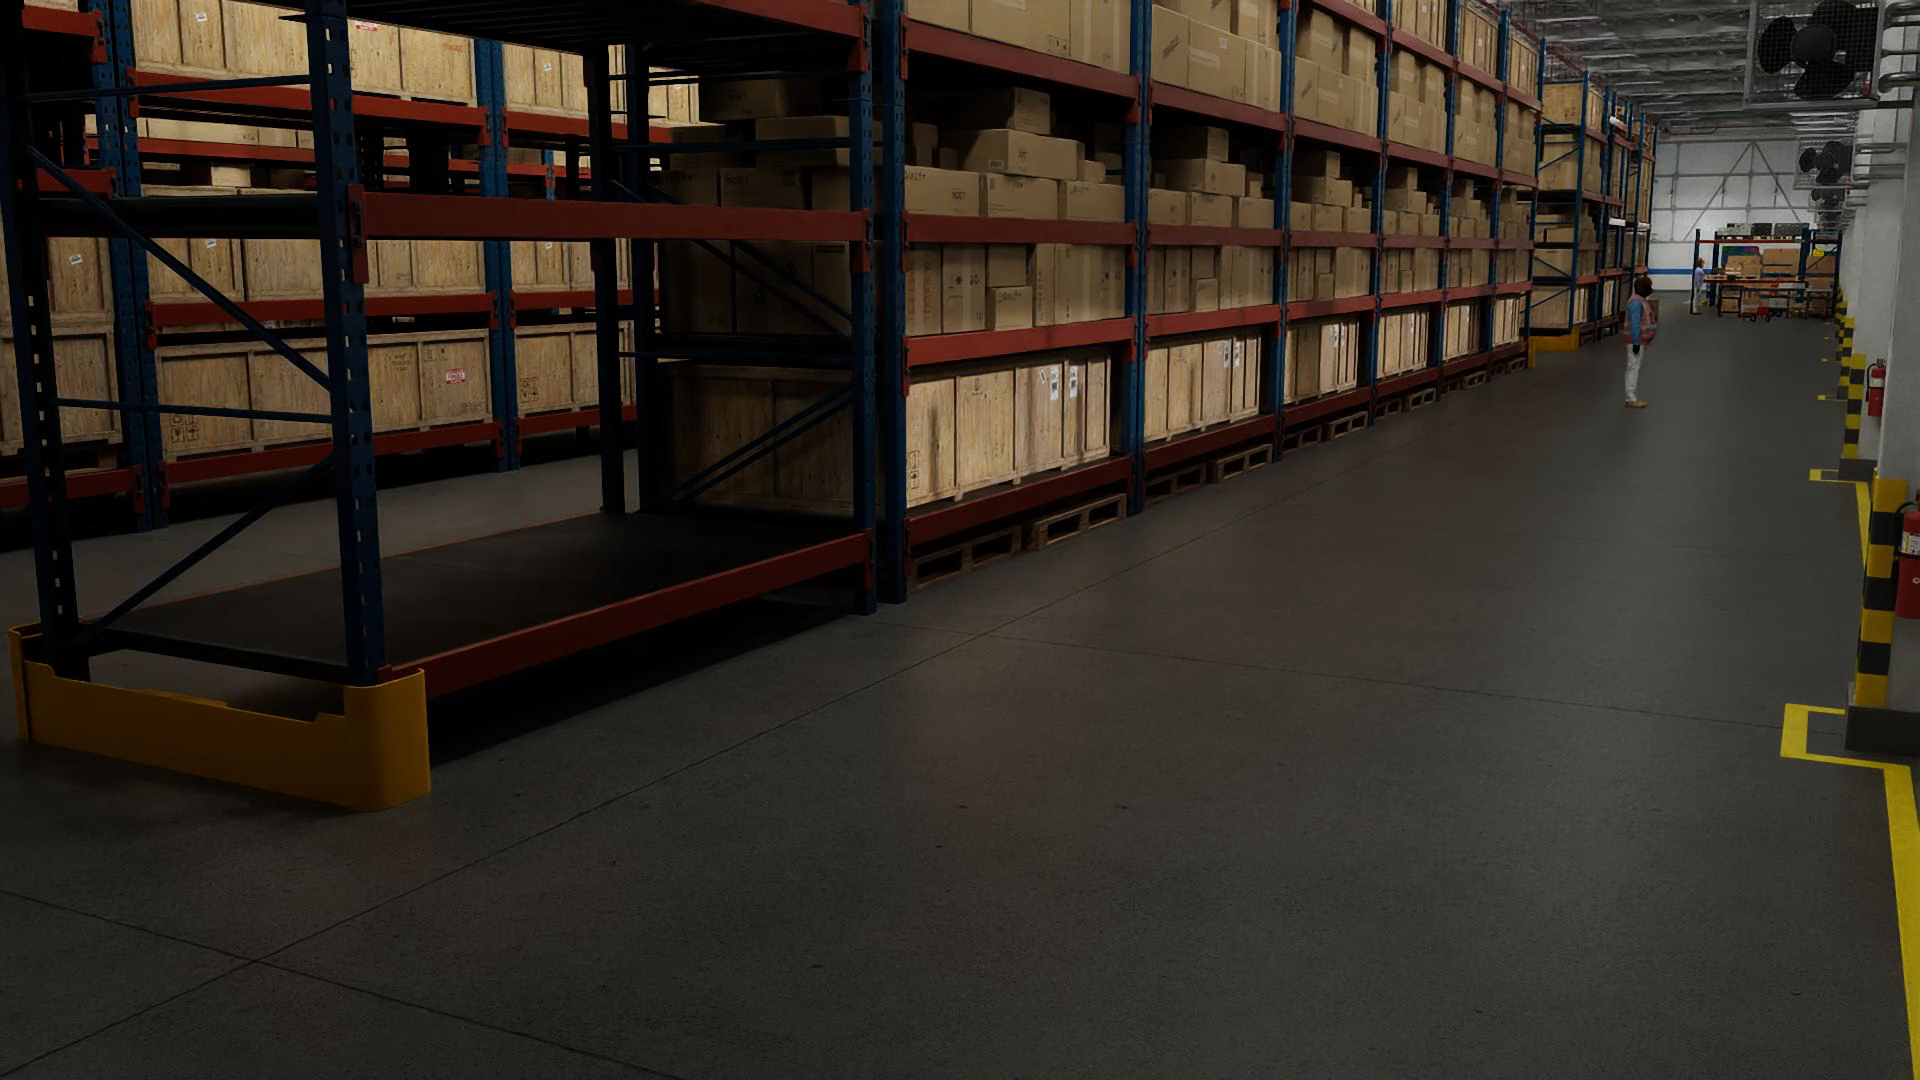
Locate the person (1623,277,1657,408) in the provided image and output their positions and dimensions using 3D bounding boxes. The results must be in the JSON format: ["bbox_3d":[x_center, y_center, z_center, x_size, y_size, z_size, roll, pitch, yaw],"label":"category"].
[{"bbox_3d":[9.582,-2.784,23.469,0.429,1.844,0.625,5,11,27],"label":"person"}]

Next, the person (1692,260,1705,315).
[{"bbox_3d":[25.864,-8.837,58.229,0.373,1.940,0.630,5,11,27],"label":"person"}]

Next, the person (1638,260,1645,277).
[{"bbox_3d":[33.706,-12.975,82.192,0.373,1.938,0.630,5,11,27],"label":"person"}]

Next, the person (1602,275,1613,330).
[{"bbox_3d":[18.279,-6.728,46.884,0.308,1.641,0.511,5,11,27],"label":"person"}]

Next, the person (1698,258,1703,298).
[{"bbox_3d":[35.607,-12.627,80.174,0.356,1.939,0.543,5,11,27],"label":"person"}]
